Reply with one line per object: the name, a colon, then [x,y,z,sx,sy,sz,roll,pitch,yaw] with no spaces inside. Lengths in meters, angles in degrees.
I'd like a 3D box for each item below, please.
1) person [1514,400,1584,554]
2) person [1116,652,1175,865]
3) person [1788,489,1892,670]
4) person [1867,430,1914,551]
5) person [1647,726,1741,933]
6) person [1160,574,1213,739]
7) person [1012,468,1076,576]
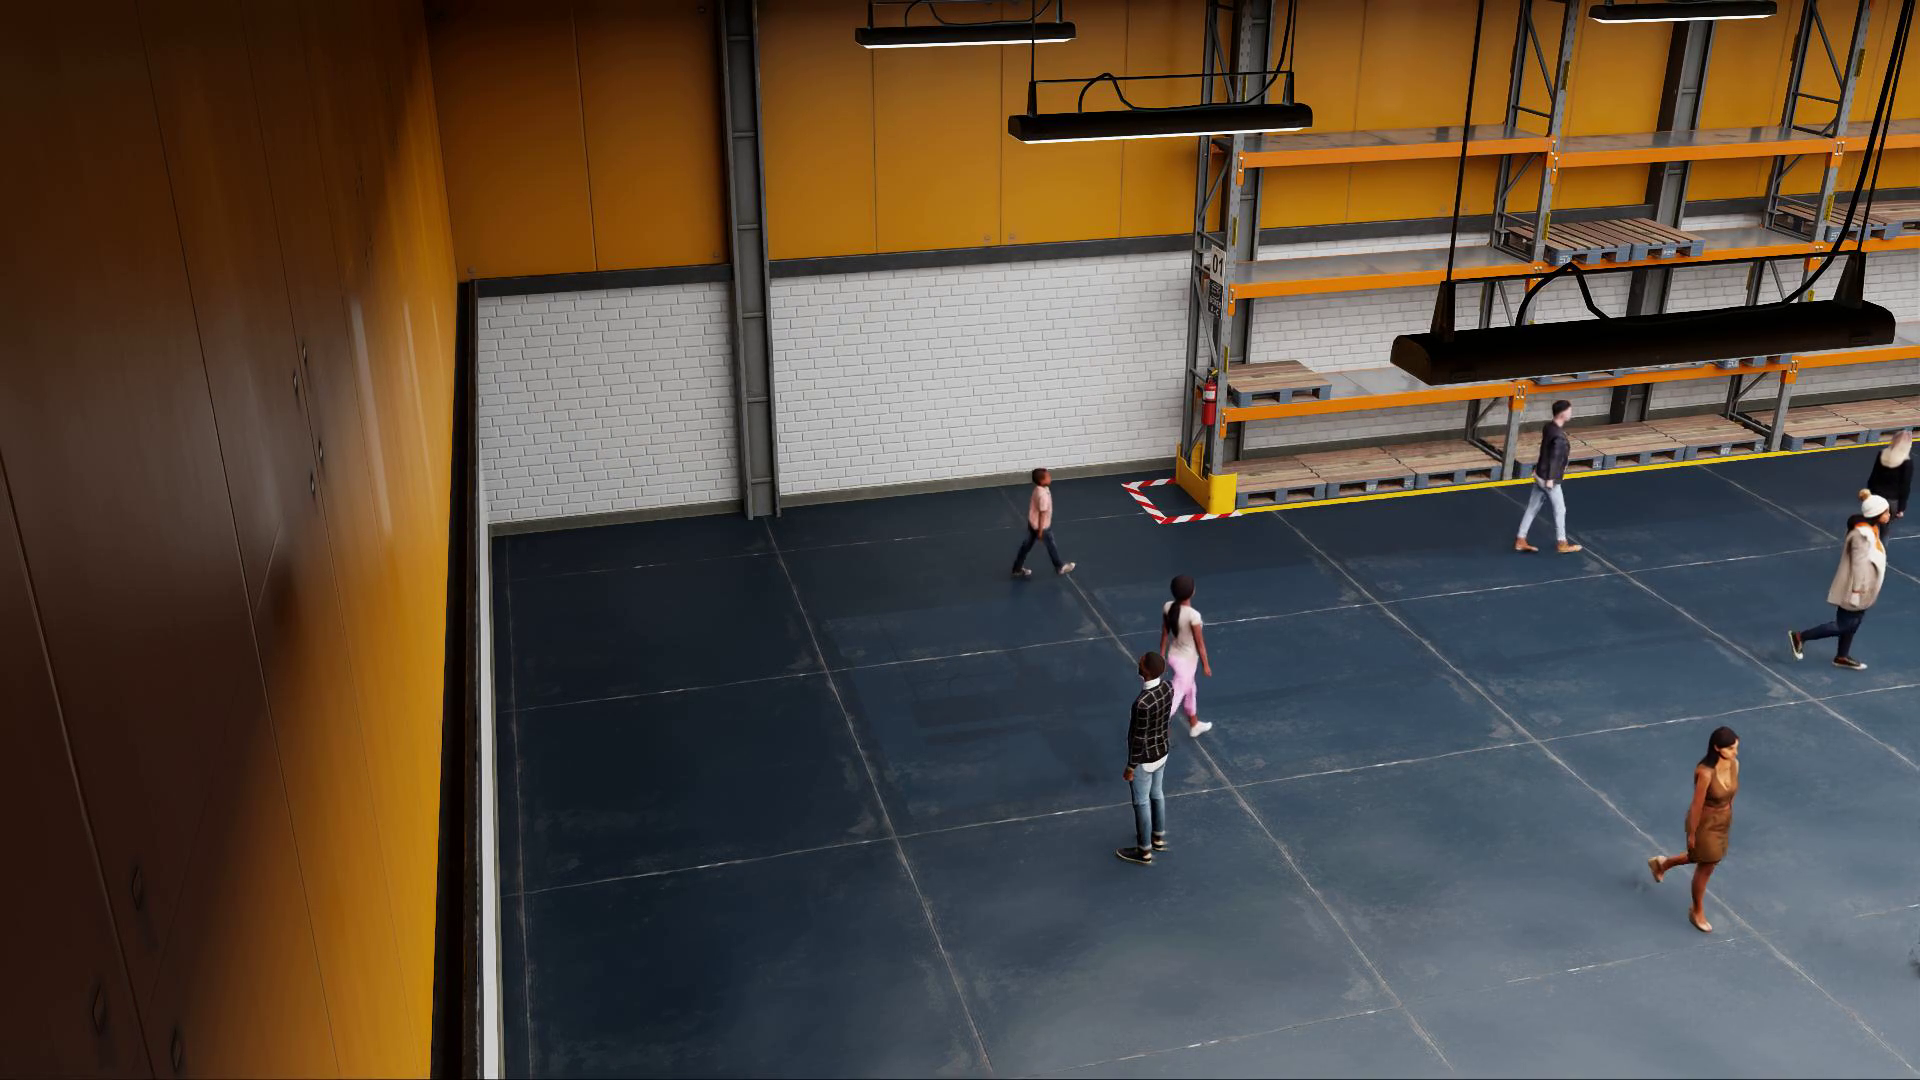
person: [6.515,-0.687,18.664,1.041,1.815,0.826,0,24,0]
person: [1.503,1.707,13.178,0.802,1.821,0.713,17,29,33]
person: [8.559,0.397,16.113,1.090,1.871,1.032,13,27,27]
person: [10.048,-0.390,18.160,0.941,1.673,0.753,-13,27,-27]
person: [5.531,2.115,12.440,0.879,1.665,0.793,-14,27,-29]
person: [1.886,1.146,14.615,1.238,1.698,0.813,-14,27,-29]
person: [0.800,-0.164,18.147,0.919,1.271,0.521,-7,25,-16]
